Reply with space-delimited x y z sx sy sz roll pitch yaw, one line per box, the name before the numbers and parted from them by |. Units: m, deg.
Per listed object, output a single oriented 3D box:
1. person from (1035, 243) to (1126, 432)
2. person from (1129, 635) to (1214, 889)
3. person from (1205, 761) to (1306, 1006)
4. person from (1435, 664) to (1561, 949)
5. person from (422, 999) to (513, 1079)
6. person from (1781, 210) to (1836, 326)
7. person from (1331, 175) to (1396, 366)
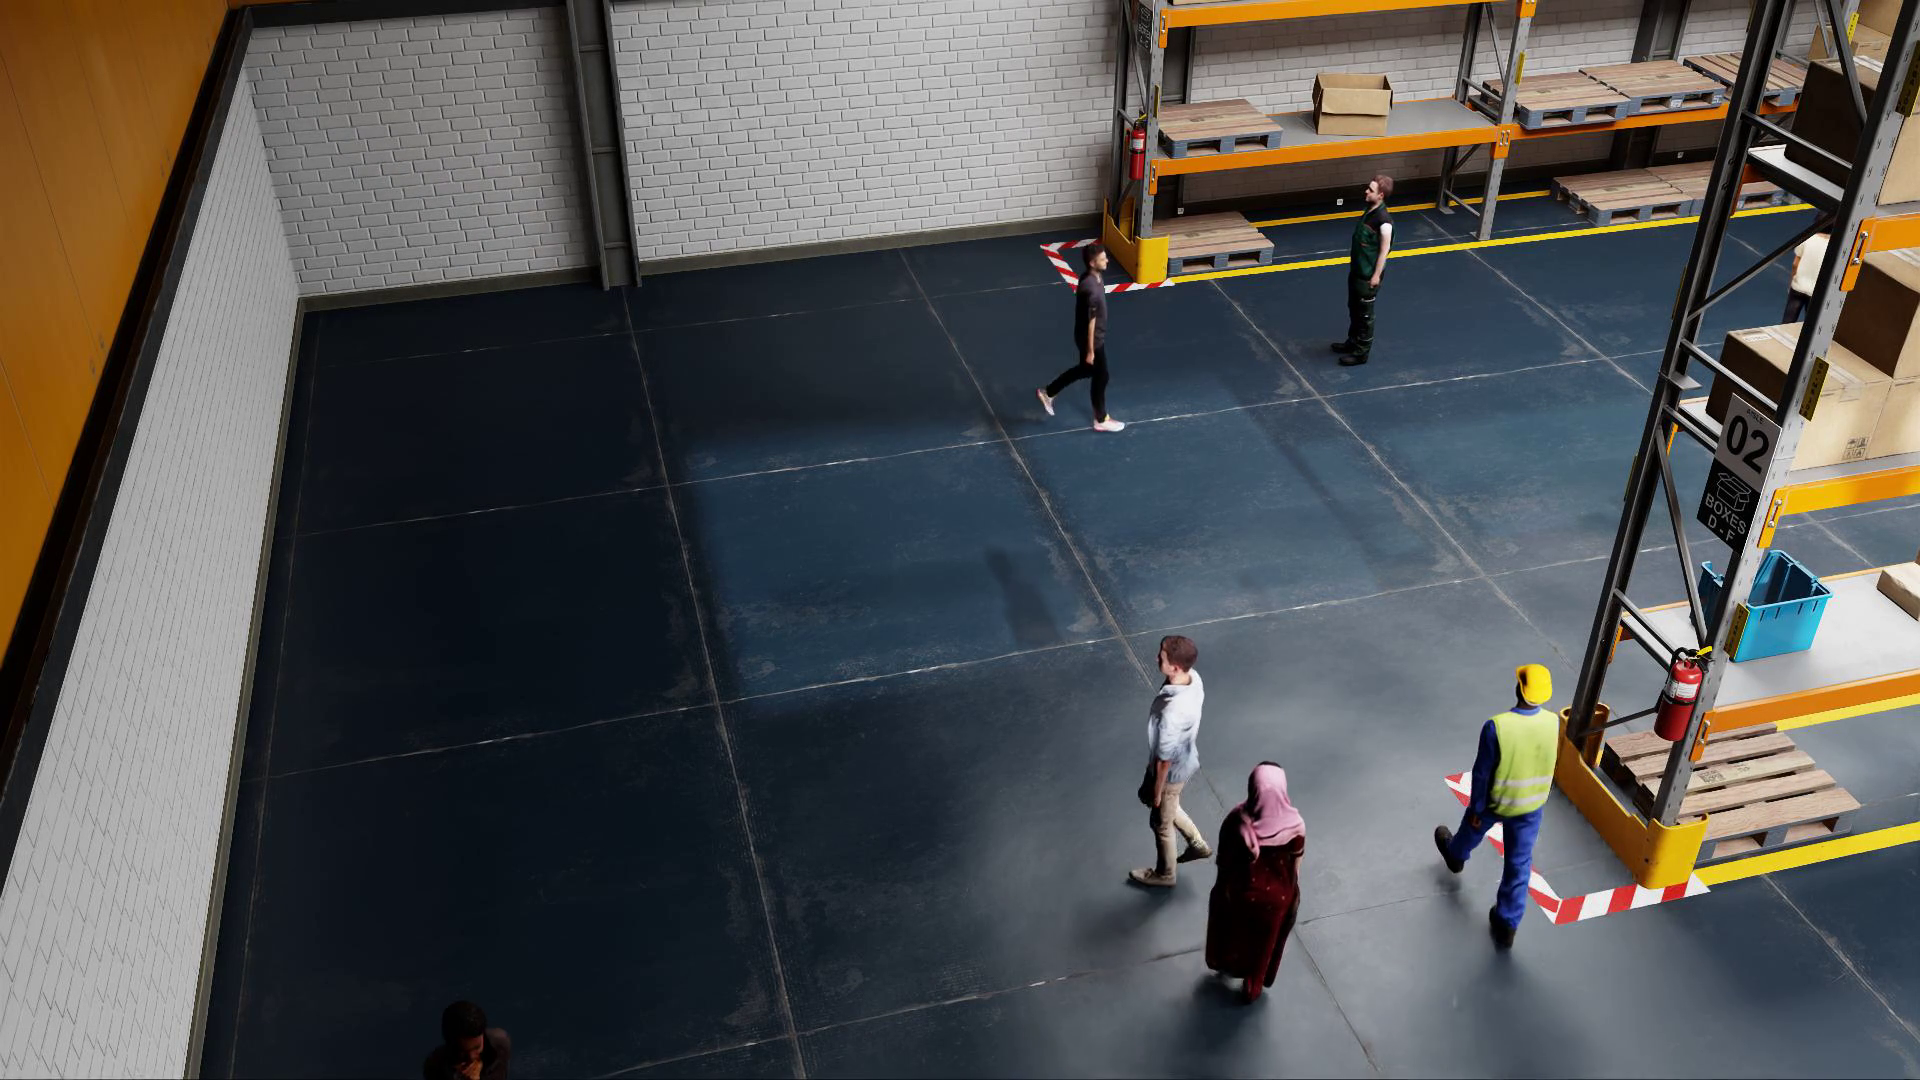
person | 1.053 -1.739 14.404 1.141 1.745 0.907 5 34 7
person | 1.313 1.344 9.683 0.865 1.837 0.806 8 34 12
person | 1.618 1.912 9.021 0.754 1.622 0.828 6 34 9
person | 3.148 1.536 9.454 1.129 1.771 0.884 -3 34 -4
person | -2.169 2.818 7.651 0.889 1.631 1.104 20 38 27
person | 7.866 -2.310 15.404 0.656 1.589 0.649 29 43 36
person | 3.790 -2.526 15.500 0.641 1.843 0.681 -3 34 -5
